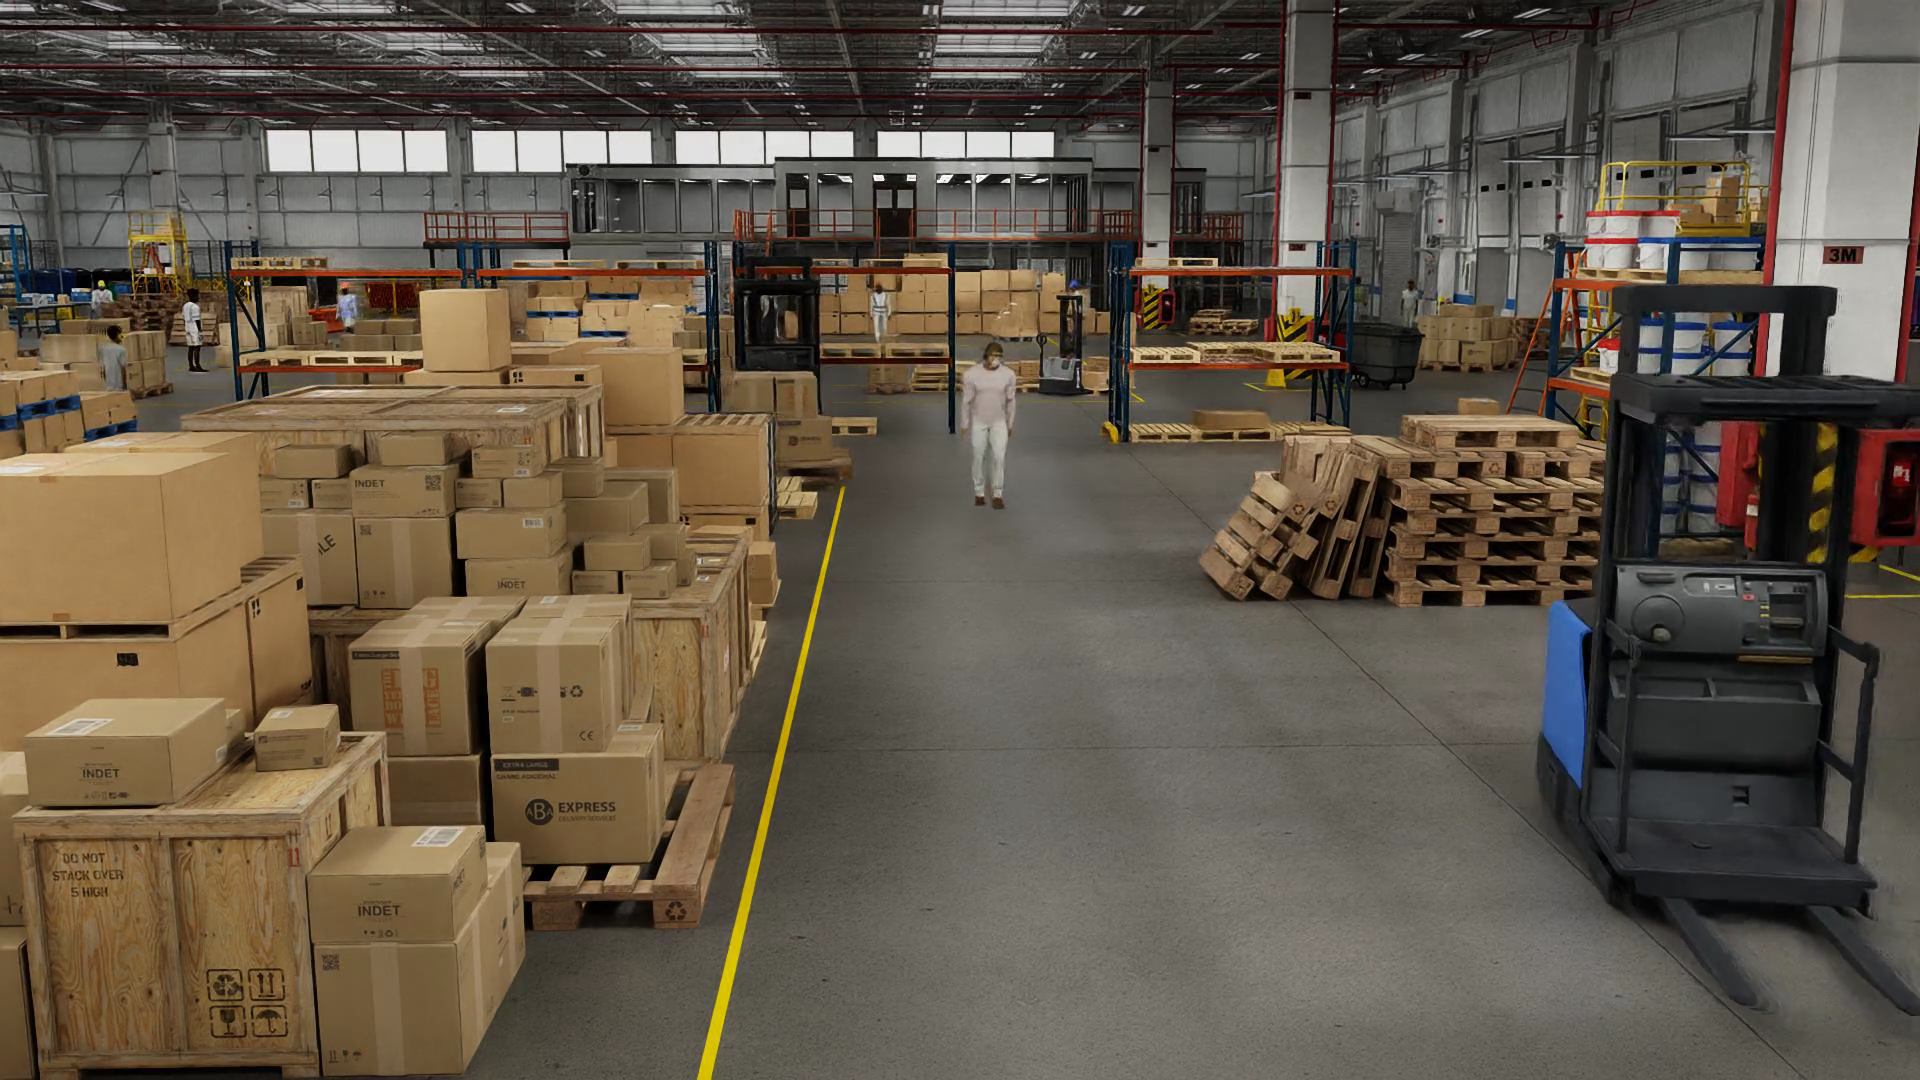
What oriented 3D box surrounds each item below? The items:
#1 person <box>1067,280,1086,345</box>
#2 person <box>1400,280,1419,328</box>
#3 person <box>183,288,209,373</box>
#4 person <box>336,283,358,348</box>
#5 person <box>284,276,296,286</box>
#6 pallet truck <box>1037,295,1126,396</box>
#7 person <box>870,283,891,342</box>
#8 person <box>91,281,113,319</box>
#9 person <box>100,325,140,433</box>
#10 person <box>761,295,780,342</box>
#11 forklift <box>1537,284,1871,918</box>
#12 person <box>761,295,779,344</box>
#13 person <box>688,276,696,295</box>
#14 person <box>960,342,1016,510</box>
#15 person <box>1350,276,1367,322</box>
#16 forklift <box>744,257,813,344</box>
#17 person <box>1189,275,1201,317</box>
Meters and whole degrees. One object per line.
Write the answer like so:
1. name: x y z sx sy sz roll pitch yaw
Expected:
1. person: 3.346 -6.584 48.322 0.808 1.926 0.619 -6 12 -32
2. person: 14.088 -7.221 52.127 0.519 1.839 0.875 4 11 24
3. person: -17.697 -4.830 38.440 0.611 1.962 0.364 8 13 38
4. person: -17.154 -6.216 46.358 0.568 1.886 0.993 3 11 19
5. person: -27.999 -10.294 69.496 0.487 1.744 0.297 -10 14 -44
6. pallet truck: 2.483 -3.881 33.060 1.885 1.965 0.823 -7 13 -36
7. person: -2.333 -6.621 48.786 0.614 1.856 0.814 -2 10 -9
8. person: -27.560 -7.429 53.426 0.613 1.782 0.930 -3 11 -17
9. person: -12.496 -2.269 24.610 0.524 1.821 0.993 2 10 13
10. person: -5.645 -6.754 49.437 0.595 1.870 0.647 -8 13 -37
11. forklift: 3.616 0.151 8.138 1.129 2.768 1.873 1 10 8
12. person: -4.822 -5.324 40.981 0.538 2.000 0.683 7 12 34
13. person: -9.274 -8.066 56.621 0.633 1.915 0.591 -10 14 -43
14. person: 0.328 -1.284 18.855 0.662 1.891 0.920 -1 10 -6
15. person: 14.178 -8.503 59.345 0.633 1.812 0.901 1 10 7
16. forklift: -2.494 -2.531 23.080 1.129 2.768 1.873 -1 10 -6
17. person: 9.110 -9.414 64.350 0.511 1.829 0.531 5 11 25
